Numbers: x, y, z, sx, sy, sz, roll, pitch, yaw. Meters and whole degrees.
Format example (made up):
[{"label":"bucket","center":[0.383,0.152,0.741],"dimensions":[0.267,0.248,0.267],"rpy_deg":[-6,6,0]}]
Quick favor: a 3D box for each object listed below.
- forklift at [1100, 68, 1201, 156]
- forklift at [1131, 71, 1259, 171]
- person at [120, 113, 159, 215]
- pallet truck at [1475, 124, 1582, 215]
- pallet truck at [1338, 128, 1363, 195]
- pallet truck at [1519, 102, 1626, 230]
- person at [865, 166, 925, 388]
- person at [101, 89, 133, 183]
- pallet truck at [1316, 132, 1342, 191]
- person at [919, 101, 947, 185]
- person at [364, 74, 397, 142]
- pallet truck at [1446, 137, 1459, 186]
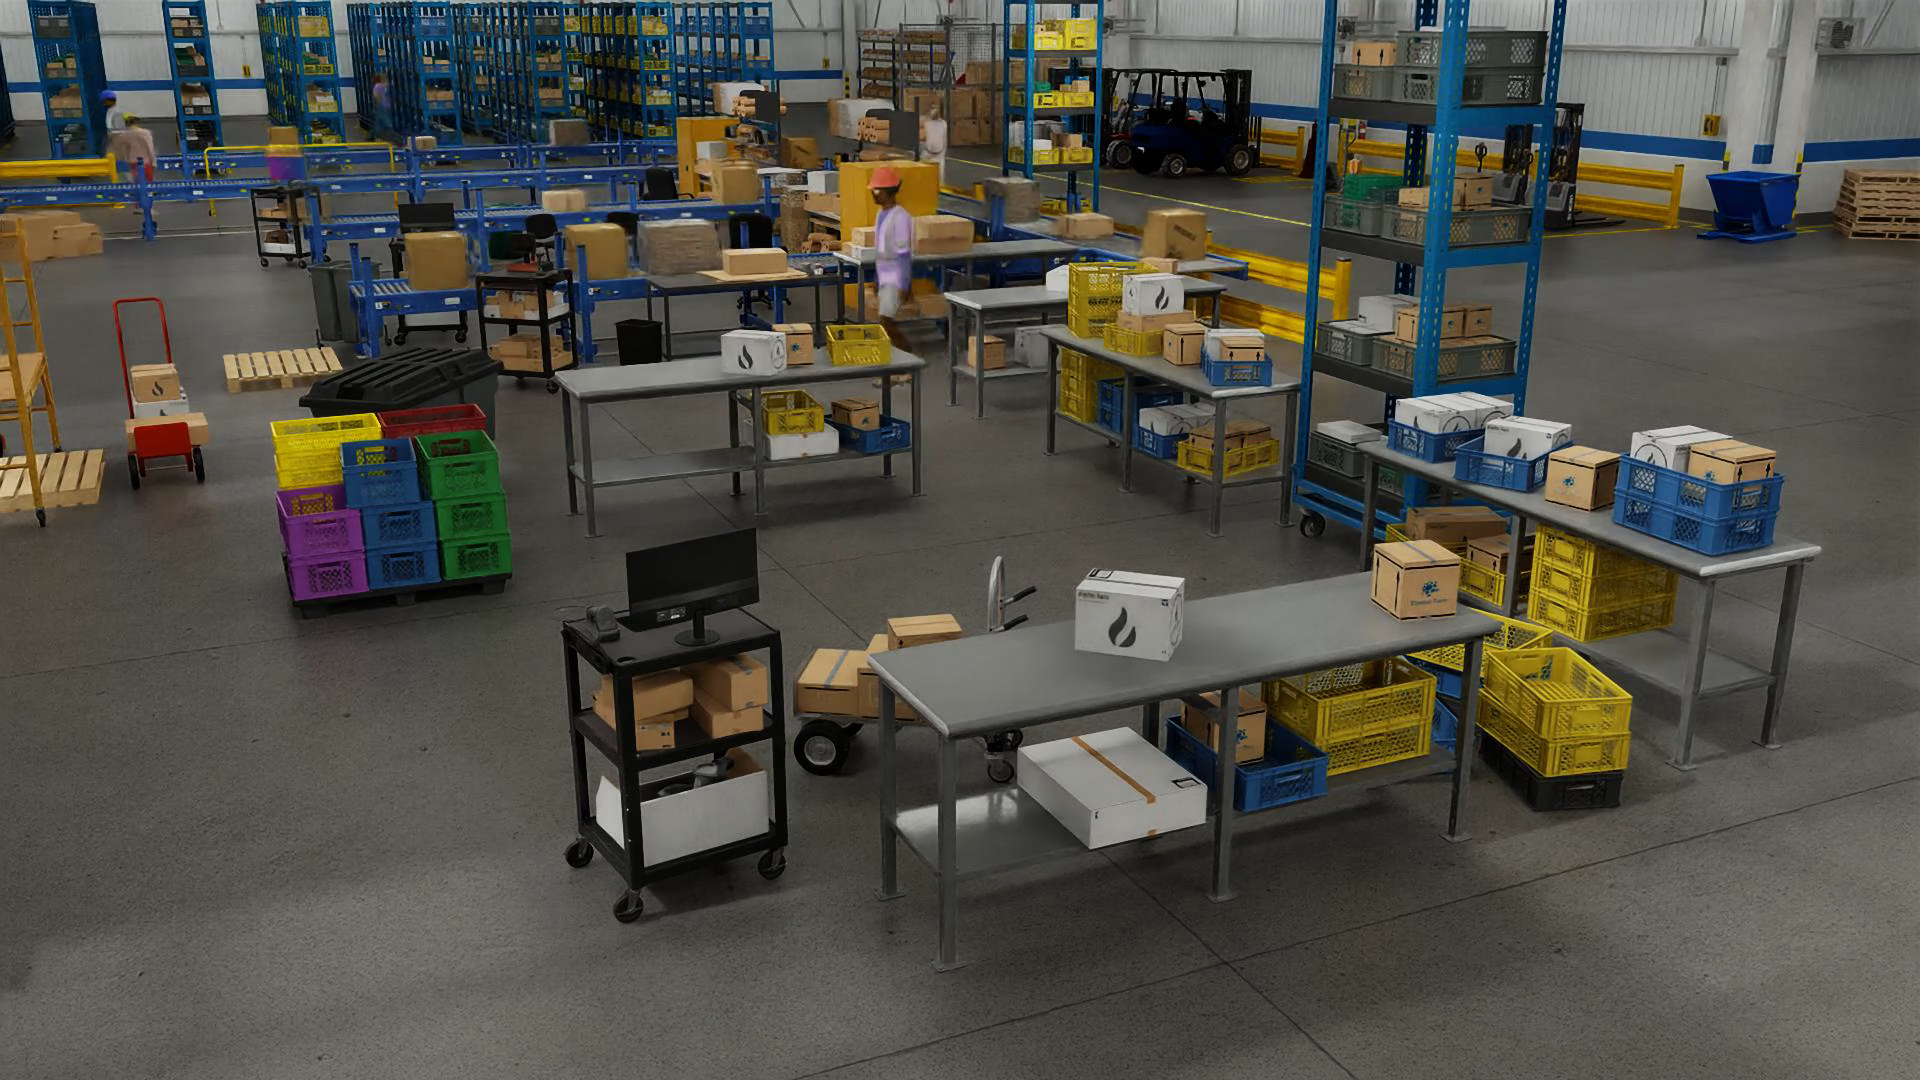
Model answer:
[{"label":"forklift","center":[4.082,-9.564,37.410],"dimensions":[2.680,1.987,1.157],"rpy_deg":[-8,19,-23]},{"label":"forklift","center":[4.998,-8.936,35.413],"dimensions":[2.680,1.987,1.157],"rpy_deg":[-9,20,-25]},{"label":"person","center":[-14.046,-6.413,28.443],"dimensions":[0.560,1.728,0.336],"rpy_deg":[2,18,7]},{"label":"pallet truck","center":[9.707,-6.455,28.103],"dimensions":[1.885,1.965,0.823],"rpy_deg":[-7,19,-20]},{"label":"pallet truck","center":[7.845,-7.140,31.411],"dimensions":[1.522,1.261,0.704],"rpy_deg":[-9,20,-25]},{"label":"pallet truck","center":[9.972,-6.037,26.785],"dimensions":[1.885,1.965,0.823],"rpy_deg":[-9,20,-25]},{"label":"person","center":[-0.639,-2.382,15.210],"dimensions":[0.443,2.029,0.637],"rpy_deg":[-8,19,-22]},{"label":"person","center":[-16.314,-7.738,32.245],"dimensions":[0.421,1.939,0.623],"rpy_deg":[-17,24,-42]},{"label":"pallet truck","center":[7.723,-7.504,32.656],"dimensions":[1.601,1.201,0.680],"rpy_deg":[-8,19,-23]},{"label":"person","center":[-0.526,-6.858,29.574],"dimensions":[0.642,1.878,0.845],"rpy_deg":[-8,19,-24]},{"label":"person","center":[-15.505,-11.548,44.486],"dimensions":[1.008,1.795,0.581],"rpy_deg":[-1,18,-4]},{"label":"pallet truck","center":[9.184,-6.485,29.328],"dimensions":[1.630,1.274,0.653],"rpy_deg":[-8,19,-23]}]
